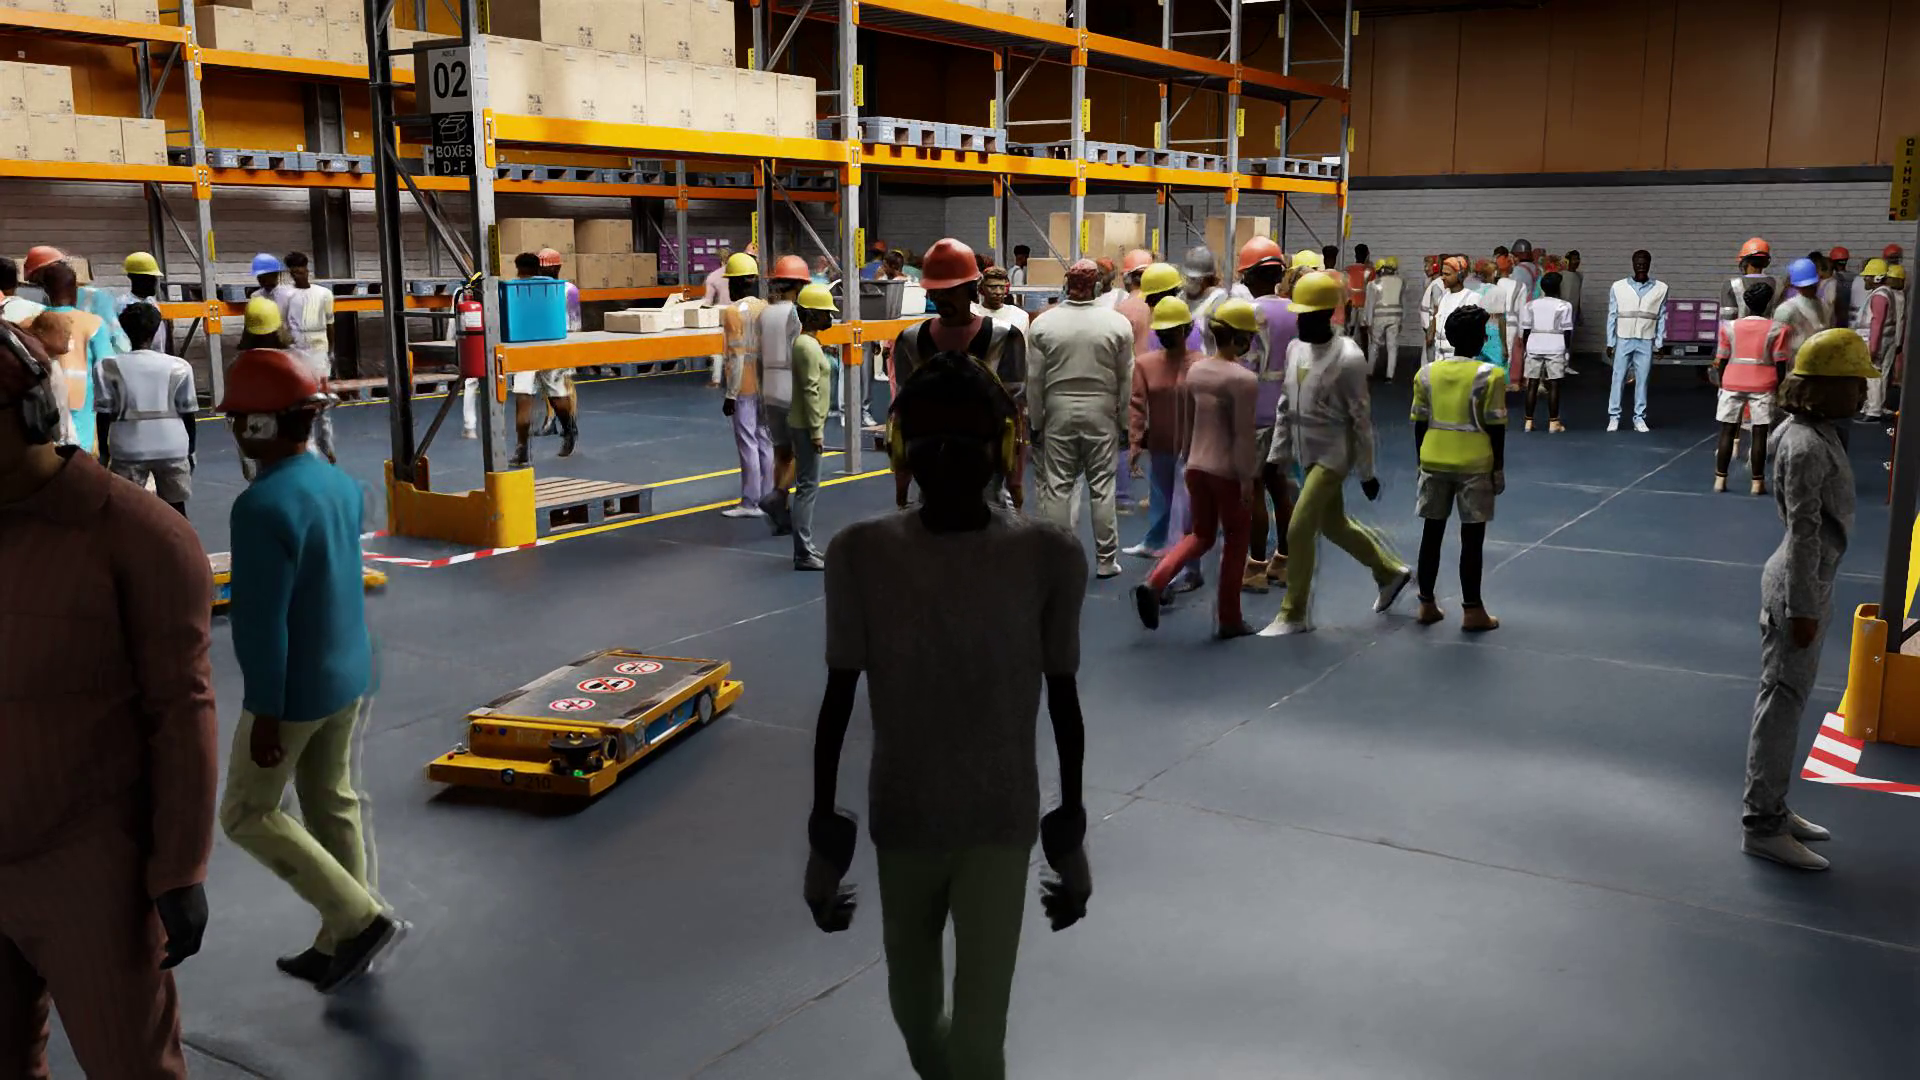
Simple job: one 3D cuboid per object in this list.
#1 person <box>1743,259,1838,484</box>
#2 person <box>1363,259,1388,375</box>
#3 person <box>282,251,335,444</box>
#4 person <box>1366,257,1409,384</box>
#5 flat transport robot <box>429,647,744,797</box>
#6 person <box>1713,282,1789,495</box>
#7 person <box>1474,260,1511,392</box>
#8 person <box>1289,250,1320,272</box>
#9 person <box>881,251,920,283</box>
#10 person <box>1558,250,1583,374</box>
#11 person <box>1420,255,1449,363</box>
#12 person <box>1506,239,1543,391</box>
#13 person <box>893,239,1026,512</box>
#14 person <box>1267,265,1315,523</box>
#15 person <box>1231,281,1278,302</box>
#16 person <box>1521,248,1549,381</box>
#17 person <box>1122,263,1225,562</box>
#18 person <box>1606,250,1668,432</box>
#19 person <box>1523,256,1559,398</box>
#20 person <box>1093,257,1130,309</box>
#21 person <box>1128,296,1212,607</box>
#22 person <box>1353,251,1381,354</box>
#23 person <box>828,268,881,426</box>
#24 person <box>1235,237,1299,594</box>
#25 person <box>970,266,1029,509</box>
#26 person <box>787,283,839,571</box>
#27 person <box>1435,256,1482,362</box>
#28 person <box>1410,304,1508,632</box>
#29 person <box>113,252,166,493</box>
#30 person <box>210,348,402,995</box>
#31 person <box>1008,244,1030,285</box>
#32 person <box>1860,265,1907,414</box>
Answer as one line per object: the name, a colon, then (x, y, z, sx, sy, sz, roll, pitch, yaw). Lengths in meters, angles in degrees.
person: (6.857, -1.338, 13.524, 0.608, 1.877, 0.916, -8, 13, -37)
person: (6.345, -3.344, 24.992, 0.530, 1.742, 0.371, 1, 10, 5)
person: (-6.597, -1.940, 16.744, 0.601, 1.922, 0.957, -4, 11, -22)
person: (6.036, -3.119, 23.650, 0.600, 1.771, 0.935, -1, 10, -3)
flat transport robot: (-1.448, 0.695, 6.686, 0.652, 0.197, 1.431, 3, 11, 15)
person: (6.309, -1.204, 13.276, 0.531, 1.691, 0.318, 8, 13, 38)
person: (5.535, -2.007, 17.411, 0.366, 1.825, 0.567, -4, 11, -20)
person: (3.237, -1.738, 15.575, 0.382, 1.924, 0.594, 6, 12, 29)
person: (-0.800, -2.908, 22.201, 0.610, 1.875, 0.982, -2, 10, -10)
person: (9.184, -3.425, 25.078, 0.520, 1.874, 0.332, -4, 11, -23)
person: (5.813, -2.564, 20.381, 0.389, 1.845, 0.567, 3, 11, 14)
person: (7.488, -3.022, 22.373, 0.682, 2.000, 0.536, -9, 13, -40)
person: (-0.014, -0.307, 7.382, 0.612, 2.029, 0.409, 3, 11, 15)
person: (2.408, -1.039, 11.938, 0.505, 1.844, 0.346, -7, 12, -34)
person: (3.231, -2.238, 18.392, 0.572, 1.908, 0.454, -1, 10, -3)
person: (8.300, -3.250, 24.016, 0.406, 1.904, 0.654, -6, 12, -30)
person: (1.407, -0.781, 10.391, 0.761, 1.887, 0.593, 5, 12, 27)
person: (7.146, -2.098, 17.598, 0.590, 1.919, 0.392, 2, 10, 13)
person: (7.544, -2.754, 21.576, 0.428, 1.799, 0.681, 2, 10, 11)
person: (1.392, -1.693, 15.482, 0.589, 1.868, 0.505, 8, 13, 39)
person: (1.190, -0.494, 9.278, 0.522, 1.706, 0.938, 7, 12, 33)
person: (6.867, -4.036, 28.429, 0.397, 1.895, 0.658, -10, 14, -44)
person: (-1.156, -2.180, 18.097, 0.598, 1.907, 0.408, -5, 11, -25)
person: (1.720, -0.714, 9.588, 0.615, 2.037, 0.389, -9, 14, -42)
person: (0.227, -1.074, 12.157, 0.561, 1.836, 0.395, -2, 10, -9)
person: (-0.902, -0.692, 10.259, 0.333, 1.760, 0.527, -1, 10, -7)
person: (4.419, -1.588, 14.897, 0.358, 1.880, 0.566, -3, 11, -17)
person: (2.594, -0.373, 8.651, 0.321, 1.695, 0.530, -10, 14, -43)
person: (-6.557, -1.350, 13.429, 0.380, 1.923, 0.595, -1, 10, -4)
person: (-1.758, 0.365, 4.438, 0.401, 1.741, 0.581, 1, 10, 6)
person: (0.890, -3.484, 25.169, 0.373, 1.957, 0.606, -2, 10, -11)
person: (10.782, -2.321, 19.359, 0.324, 1.729, 0.493, -3, 11, -18)
